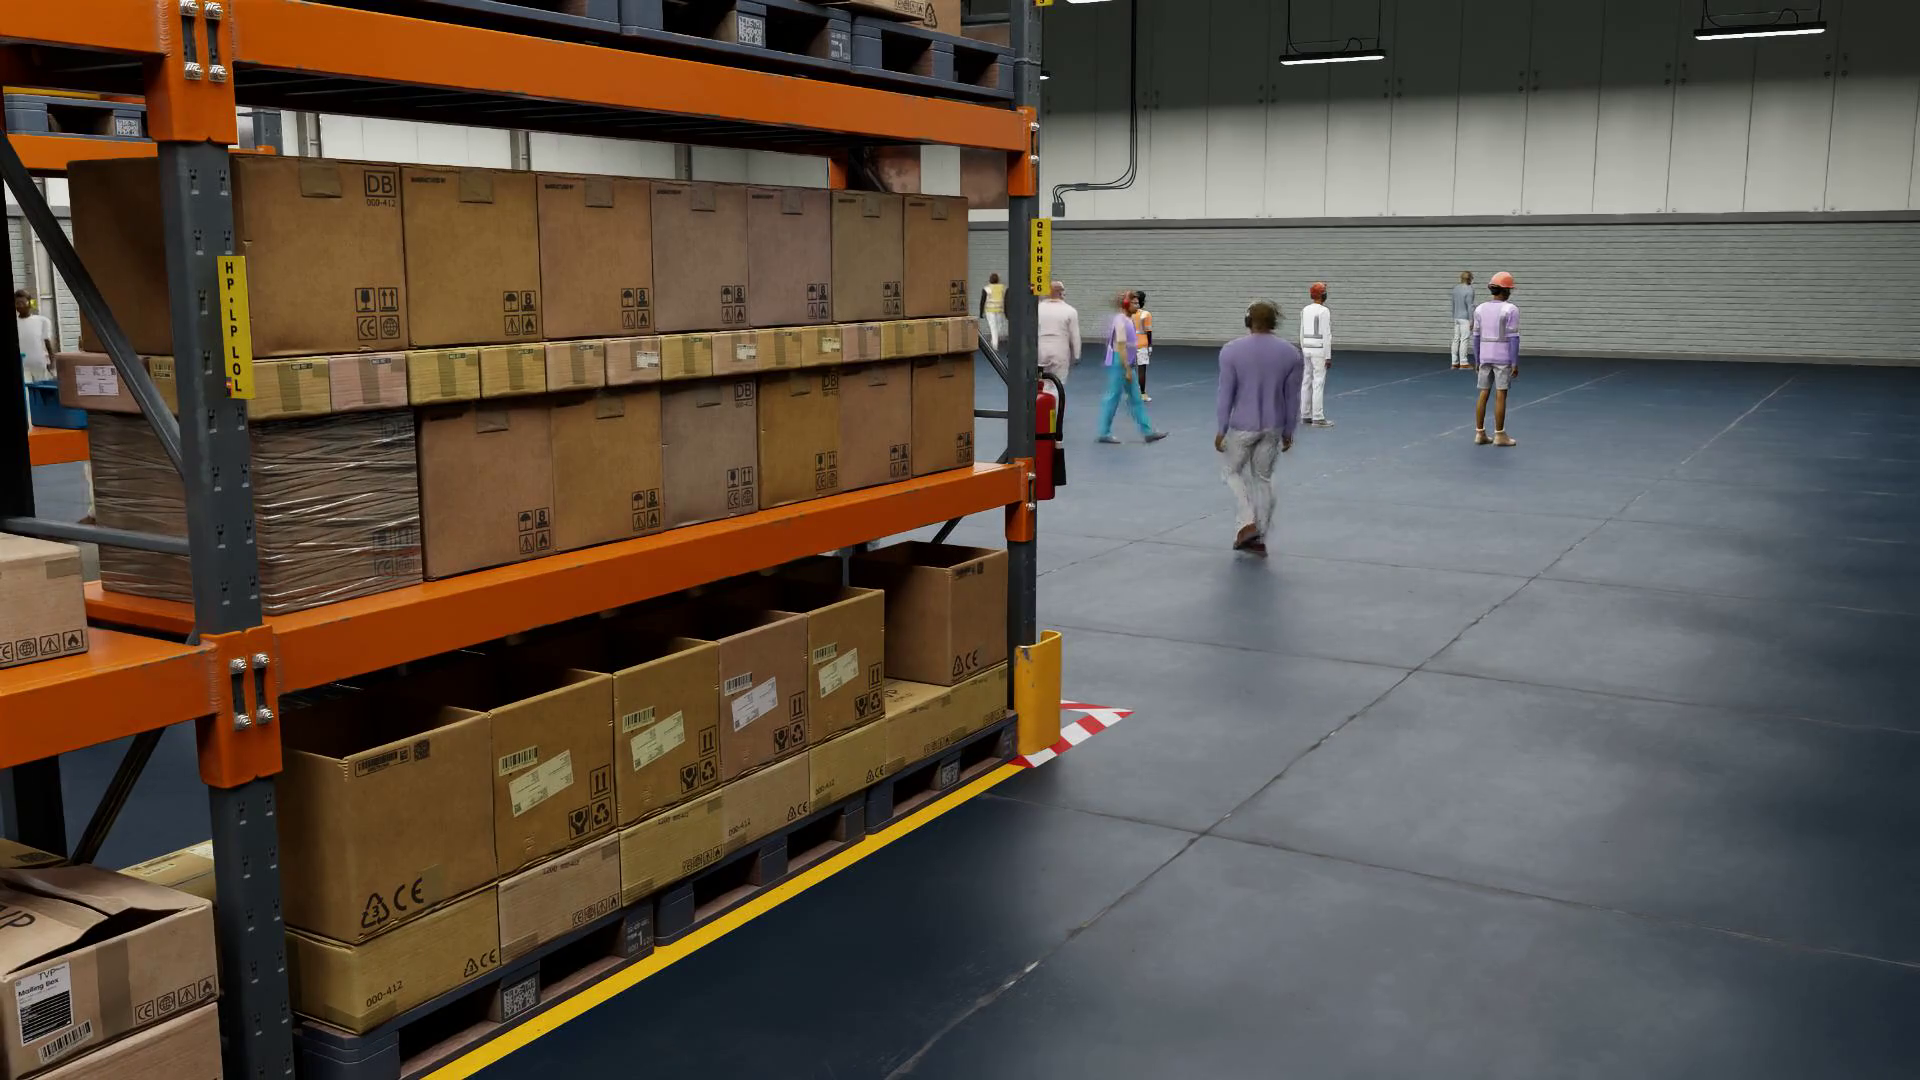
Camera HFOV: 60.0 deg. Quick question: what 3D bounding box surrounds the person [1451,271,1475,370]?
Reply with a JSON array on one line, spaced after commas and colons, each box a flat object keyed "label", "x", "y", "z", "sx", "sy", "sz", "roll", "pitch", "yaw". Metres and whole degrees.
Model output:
[{"label": "person", "x": 9.925, "y": -4.325, "z": 32.761, "sx": 0.359, "sy": 1.937, "sz": 0.635, "roll": -3, "pitch": 10, "yaw": -18}]

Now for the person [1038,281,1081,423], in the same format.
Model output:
[{"label": "person", "x": 1.286, "y": -2.455, "z": 21.942, "sx": 0.683, "sy": 1.885, "sz": 0.654, "roll": 4, "pitch": 10, "yaw": 22}]

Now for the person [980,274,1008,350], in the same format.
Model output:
[{"label": "person", "x": 0.779, "y": -5.464, "z": 39.841, "sx": 0.657, "sy": 1.791, "sz": 0.941, "roll": -3, "pitch": 10, "yaw": -19}]

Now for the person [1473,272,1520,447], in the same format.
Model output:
[{"label": "person", "x": 6.311, "y": -2.118, "z": 19.536, "sx": 0.377, "sy": 2.044, "sz": 0.608, "roll": -7, "pitch": 12, "yaw": -36}]

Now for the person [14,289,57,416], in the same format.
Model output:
[{"label": "person", "x": -10.934, "y": -2.029, "z": 19.588, "sx": 0.523, "sy": 1.848, "sz": 0.713, "roll": -5, "pitch": 11, "yaw": -29}]

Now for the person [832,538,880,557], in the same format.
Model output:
[{"label": "person", "x": -0.757, "y": -0.612, "z": 11.914, "sx": 0.507, "sy": 1.631, "sz": 0.266, "roll": 4, "pitch": 10, "yaw": 21}]

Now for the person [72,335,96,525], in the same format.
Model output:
[{"label": "person", "x": -7.018, "y": -0.918, "z": 13.749, "sx": 0.642, "sy": 1.613, "sz": 0.508, "roll": 0, "pitch": 10, "yaw": -1}]

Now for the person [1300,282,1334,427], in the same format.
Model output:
[{"label": "person", "x": 4.677, "y": -2.424, "z": 21.788, "sx": 0.352, "sy": 1.884, "sz": 0.579, "roll": -4, "pitch": 11, "yaw": -24}]

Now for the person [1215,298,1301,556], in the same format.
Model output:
[{"label": "person", "x": 2.191, "y": -0.833, "z": 12.371, "sx": 0.649, "sy": 1.916, "sz": 0.446, "roll": -2, "pitch": 10, "yaw": -11}]

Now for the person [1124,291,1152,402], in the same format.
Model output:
[{"label": "person", "x": 2.716, "y": -2.954, "z": 25.438, "sx": 0.541, "sy": 1.696, "sz": 0.315, "roll": 8, "pitch": 12, "yaw": 38}]

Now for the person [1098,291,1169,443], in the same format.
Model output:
[{"label": "person", "x": 2.048, "y": -2.030, "z": 19.717, "sx": 0.868, "sy": 1.802, "sz": 0.583, "roll": 3, "pitch": 10, "yaw": 20}]
